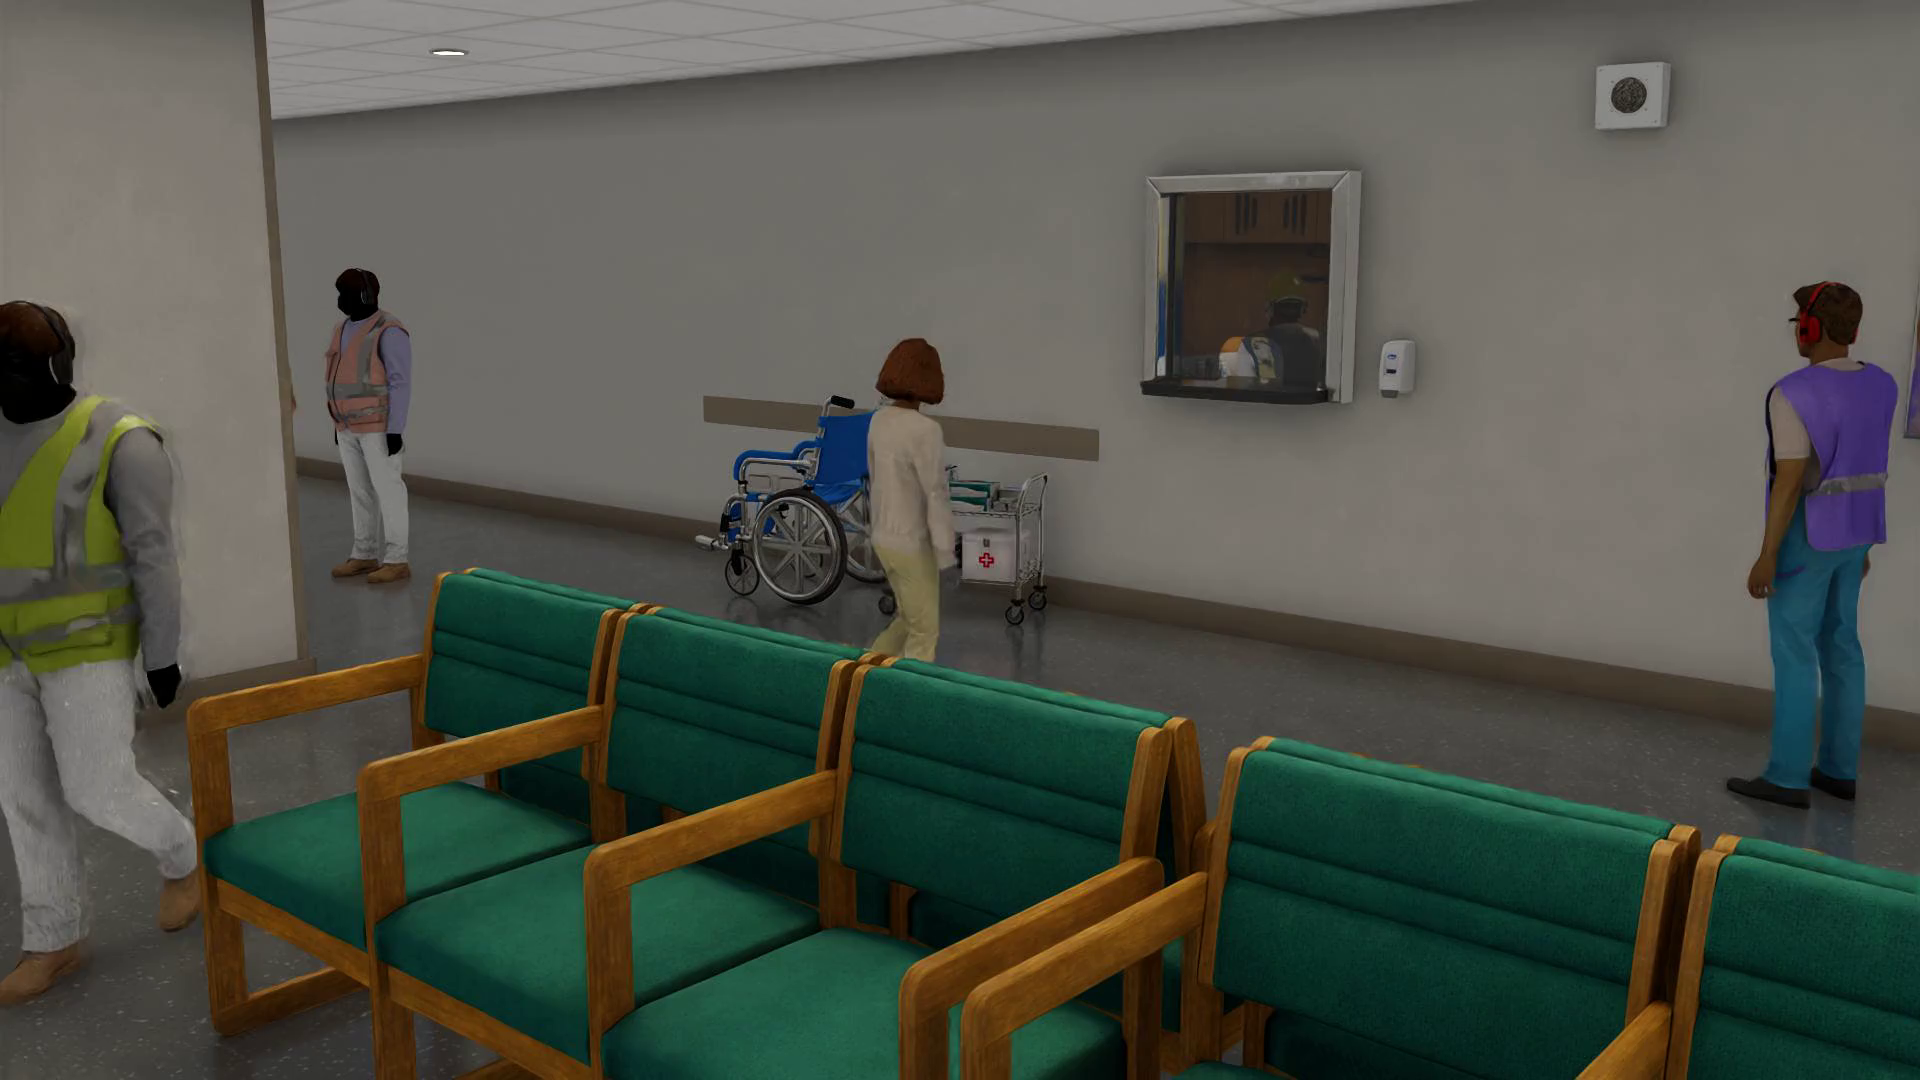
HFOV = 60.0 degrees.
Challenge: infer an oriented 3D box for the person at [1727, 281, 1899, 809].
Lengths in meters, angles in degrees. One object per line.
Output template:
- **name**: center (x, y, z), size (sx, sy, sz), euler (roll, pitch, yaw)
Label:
- **person**: center (3.017, 0.027, 5.824), size (0.570, 1.840, 0.372), euler (-5, 11, -26)

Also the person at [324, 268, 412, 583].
- **person**: center (-3.499, -0.671, 9.804), size (0.631, 1.843, 0.429), euler (7, 12, 35)

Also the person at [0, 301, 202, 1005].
- **person**: center (-2.379, 0.280, 4.435), size (0.640, 1.828, 0.541), euler (2, 10, 11)

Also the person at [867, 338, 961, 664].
- **person**: center (-0.213, 0.042, 6.366), size (0.418, 1.625, 0.515), euler (-5, 11, -26)

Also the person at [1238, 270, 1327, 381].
- **person**: center (1.785, -0.567, 9.231), size (0.586, 1.833, 0.403), euler (-2, 10, -13)
